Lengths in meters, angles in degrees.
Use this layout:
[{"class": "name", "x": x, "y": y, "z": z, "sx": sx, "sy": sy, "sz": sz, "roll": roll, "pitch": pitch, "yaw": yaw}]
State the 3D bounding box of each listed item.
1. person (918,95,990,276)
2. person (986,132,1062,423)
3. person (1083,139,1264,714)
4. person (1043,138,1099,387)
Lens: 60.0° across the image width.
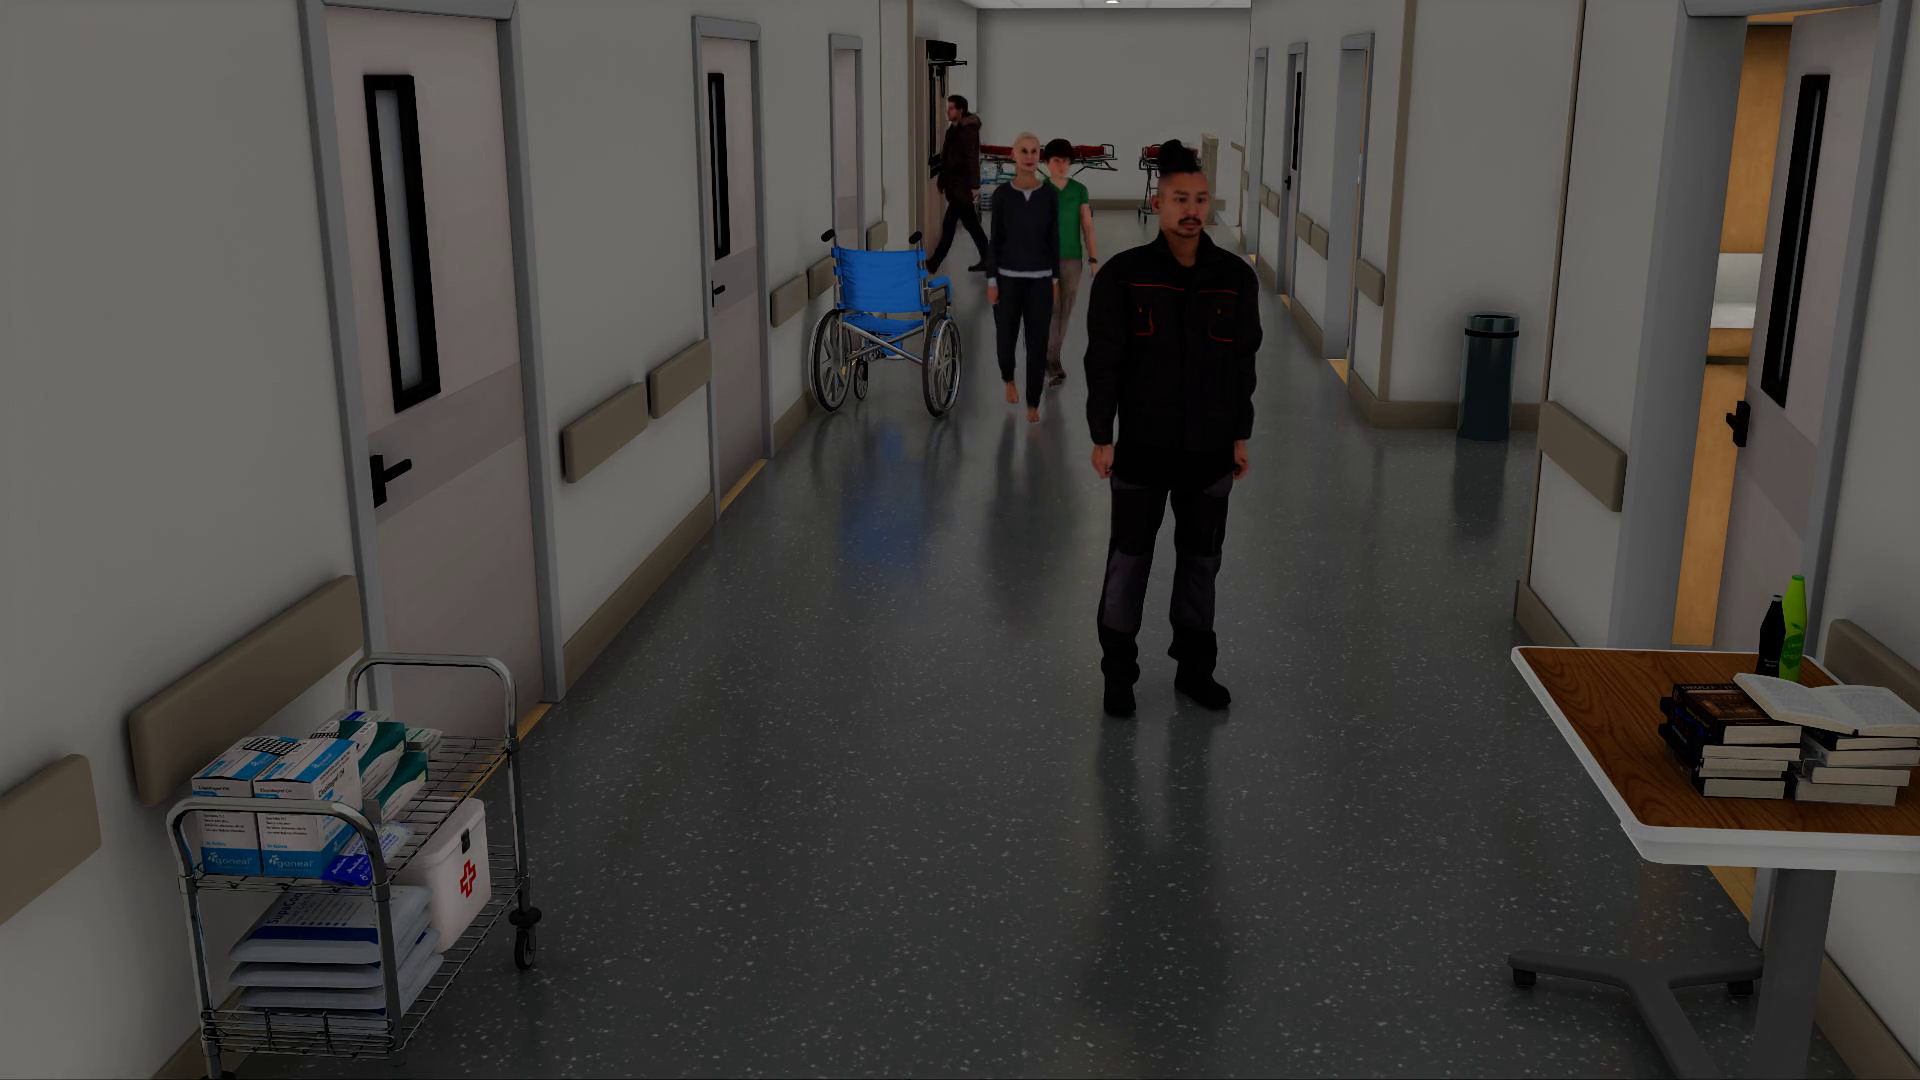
[{"class": "person", "x": 0.088, "y": -3.603, "z": 17.103, "sx": 1.152, "sy": 1.792, "sz": 1.242, "roll": -6, "pitch": 17, "yaw": -20}, {"class": "person", "x": 0.374, "y": -1.612, "z": 10.225, "sx": 0.687, "sy": 1.691, "sz": 1.101, "roll": 0, "pitch": 16, "yaw": -1}, {"class": "person", "x": 0.695, "y": -0.365, "z": 5.475, "sx": 0.827, "sy": 1.869, "sz": 0.730, "roll": -3, "pitch": 16, "yaw": -10}, {"class": "person", "x": 0.650, "y": -1.878, "z": 11.291, "sx": 0.789, "sy": 1.624, "sz": 1.093, "roll": -3, "pitch": 16, "yaw": -12}]
